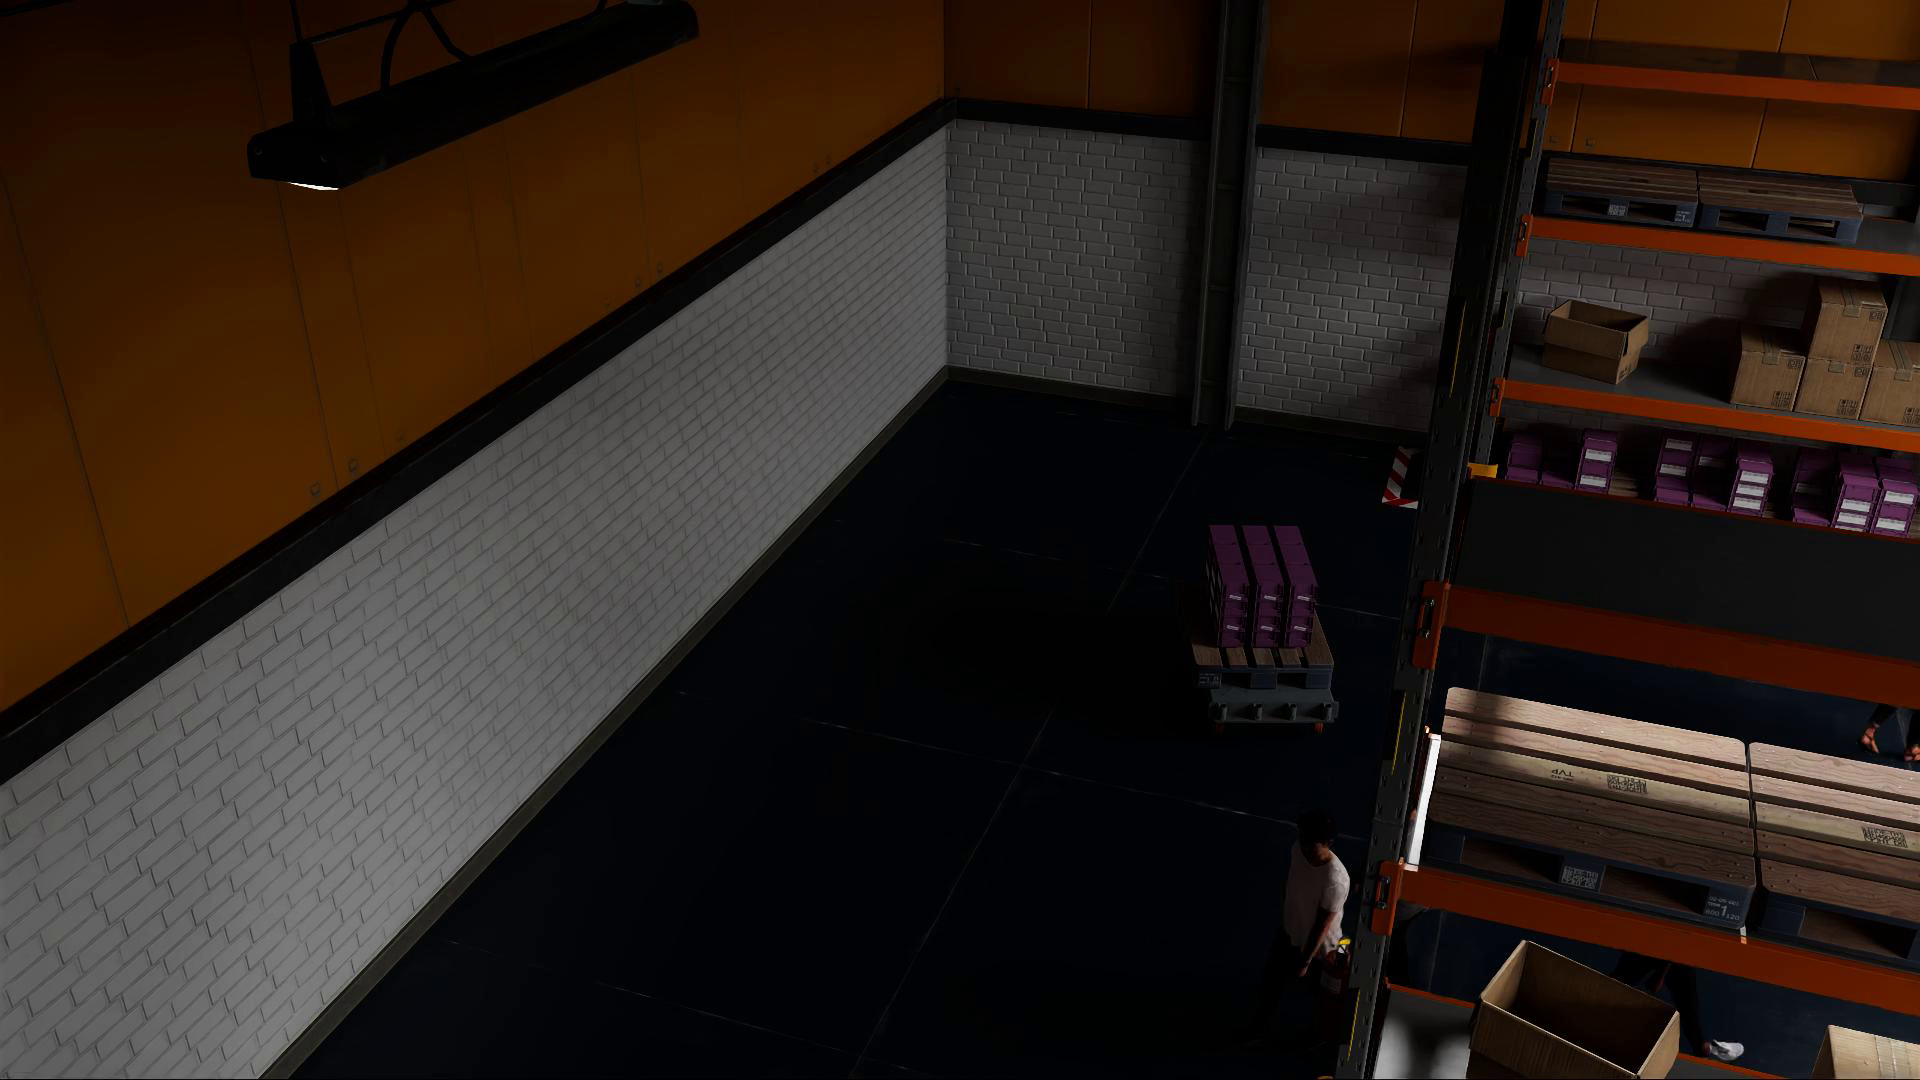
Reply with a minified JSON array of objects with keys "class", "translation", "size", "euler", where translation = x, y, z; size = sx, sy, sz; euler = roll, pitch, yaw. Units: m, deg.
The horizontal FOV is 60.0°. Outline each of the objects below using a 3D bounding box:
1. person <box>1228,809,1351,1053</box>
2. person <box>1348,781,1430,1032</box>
[{"class":"person","translation":[2.017,2.161,9.191],"size":[0.965,1.694,0.900],"euler":[-11,31,-20]},{"class":"person","translation":[2.499,2.088,9.293],"size":[1.073,1.725,0.844],"euler":[24,36,36]}]
